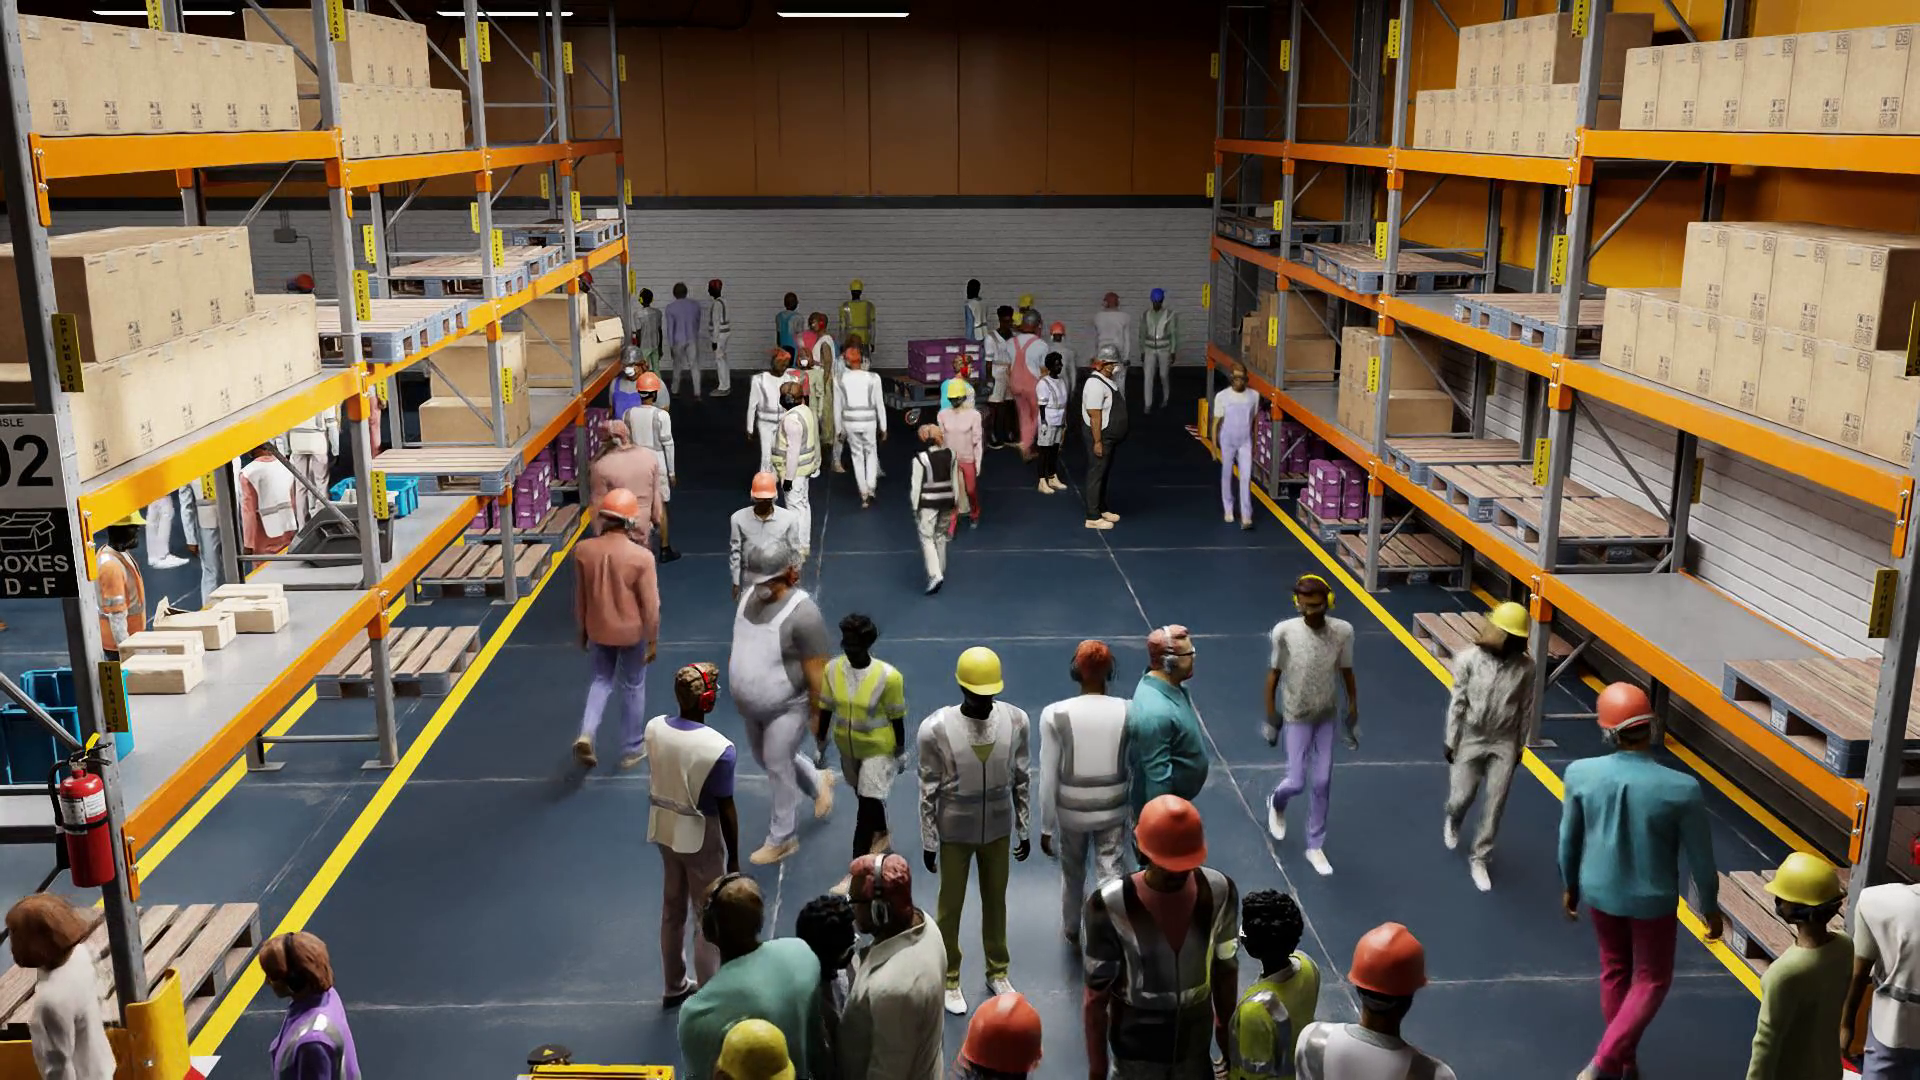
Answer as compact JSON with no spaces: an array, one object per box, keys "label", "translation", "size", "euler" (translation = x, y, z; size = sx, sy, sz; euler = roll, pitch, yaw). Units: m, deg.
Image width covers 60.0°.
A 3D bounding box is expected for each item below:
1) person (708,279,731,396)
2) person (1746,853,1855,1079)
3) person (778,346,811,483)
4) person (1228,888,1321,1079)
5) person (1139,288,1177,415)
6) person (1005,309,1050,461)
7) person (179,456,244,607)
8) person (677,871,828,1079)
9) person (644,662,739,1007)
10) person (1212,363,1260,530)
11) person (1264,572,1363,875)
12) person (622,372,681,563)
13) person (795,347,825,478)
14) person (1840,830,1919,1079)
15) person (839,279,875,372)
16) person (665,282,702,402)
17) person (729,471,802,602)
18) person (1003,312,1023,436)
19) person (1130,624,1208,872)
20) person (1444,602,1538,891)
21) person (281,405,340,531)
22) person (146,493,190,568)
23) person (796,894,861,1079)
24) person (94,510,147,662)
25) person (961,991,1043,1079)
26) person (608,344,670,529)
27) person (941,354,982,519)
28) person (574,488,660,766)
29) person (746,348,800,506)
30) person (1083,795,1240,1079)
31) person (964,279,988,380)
[{"label":"person","translation":[-3.894,-3.275,26.896],"size":[0.338,1.879,0.576],"euler":[1,14,2]},{"label":"person","translation":[3.151,2.026,6.330],"size":[0.525,1.760,0.341],"euler":[-10,17,-34]},{"label":"person","translation":[-2.096,-1.539,20.441],"size":[0.535,1.699,0.322],"euler":[-3,15,-11]},{"label":"person","translation":[1.156,2.096,6.192],"size":[0.319,1.694,0.533],"euler":[9,17,33]},{"label":"person","translation":[3.031,-2.904,25.399],"size":[0.607,1.917,0.953],"euler":[5,15,17]},{"label":"person","translation":[0.903,-2.004,21.586],"size":[0.692,2.000,0.652],"euler":[11,18,37]},{"label":"person","translation":[-6.427,-0.094,14.364],"size":[0.396,1.908,0.600],"euler":[9,17,32]},{"label":"person","translation":[-0.723,2.076,5.836],"size":[0.499,1.919,0.671],"euler":[10,17,34]},{"label":"person","translation":[-1.326,1.503,8.238],"size":[0.560,1.837,0.389],"euler":[10,17,33]},{"label":"person","translation":[3.020,-1.014,18.156],"size":[0.542,1.800,0.927],"euler":[0,14,0]},{"label":"person","translation":[2.100,1.055,9.963],"size":[0.560,1.846,0.531],"euler":[-3,15,-10]},{"label":"person","translation":[-3.109,-0.728,16.780],"size":[0.544,1.939,0.354],"euler":[5,15,18]},{"label":"person","translation":[-1.930,-1.596,20.791],"size":[0.505,1.635,0.277],"euler":[7,16,24]},{"label":"person","translation":[3.732,1.950,6.471],"size":[0.561,1.837,0.388],"euler":[7,16,24]},{"label":"person","translation":[-1.632,-3.155,26.331],"size":[0.589,1.927,0.388],"euler":[-5,15,-18]},{"label":"person","translation":[-4.363,-3.132,26.340],"size":[0.617,1.889,0.999],"euler":[-7,16,-27]},{"label":"person","translation":[-1.532,0.308,13.097],"size":[0.567,1.744,0.349],"euler":[0,14,-1]},{"label":"person","translation":[0.796,-2.351,23.522],"size":[0.537,1.754,0.339],"euler":[-11,18,-37]},{"label":"person","translation":[1.076,1.362,8.630],"size":[0.407,1.913,0.641],"euler":[2,14,8]},{"label":"person","translation":[3.094,1.165,9.770],"size":[0.503,1.718,0.513],"euler":[1,14,5]},{"label":"person","translation":[-6.968,-0.992,17.877],"size":[0.594,1.911,0.399],"euler":[-1,14,-5]},{"label":"person","translation":[-8.079,-0.645,16.682],"size":[0.607,1.839,0.347],"euler":[11,18,37]},{"label":"person","translation":[-0.521,2.093,6.199],"size":[0.322,1.689,0.537],"euler":[8,16,29]},{"label":"person","translation":[-5.691,0.658,11.386],"size":[0.400,1.919,0.589],"euler":[-6,15,-22]},{"label":"person","translation":[0.106,2.265,5.093],"size":[0.554,1.901,0.781],"euler":[4,15,15]},{"label":"person","translation":[-3.528,-1.119,18.110],"size":[0.688,2.000,0.536],"euler":[3,15,13]},{"label":"person","translation":[-0.014,-1.161,18.664],"size":[0.373,1.843,0.570],"euler":[-10,18,-35]},{"label":"person","translation":[-2.360,0.635,11.349],"size":[0.638,1.977,0.625],"euler":[3,15,13]},{"label":"person","translation":[-2.098,-1.259,19.044],"size":[0.618,1.852,0.649],"euler":[-7,16,-24]},{"label":"person","translation":[0.767,1.903,6.285],"size":[0.611,2.030,0.410],"euler":[-4,15,-14]},{"label":"person","translation":[0.247,-3.178,26.438],"size":[0.392,1.920,0.587],"euler":[8,16,28]}]
